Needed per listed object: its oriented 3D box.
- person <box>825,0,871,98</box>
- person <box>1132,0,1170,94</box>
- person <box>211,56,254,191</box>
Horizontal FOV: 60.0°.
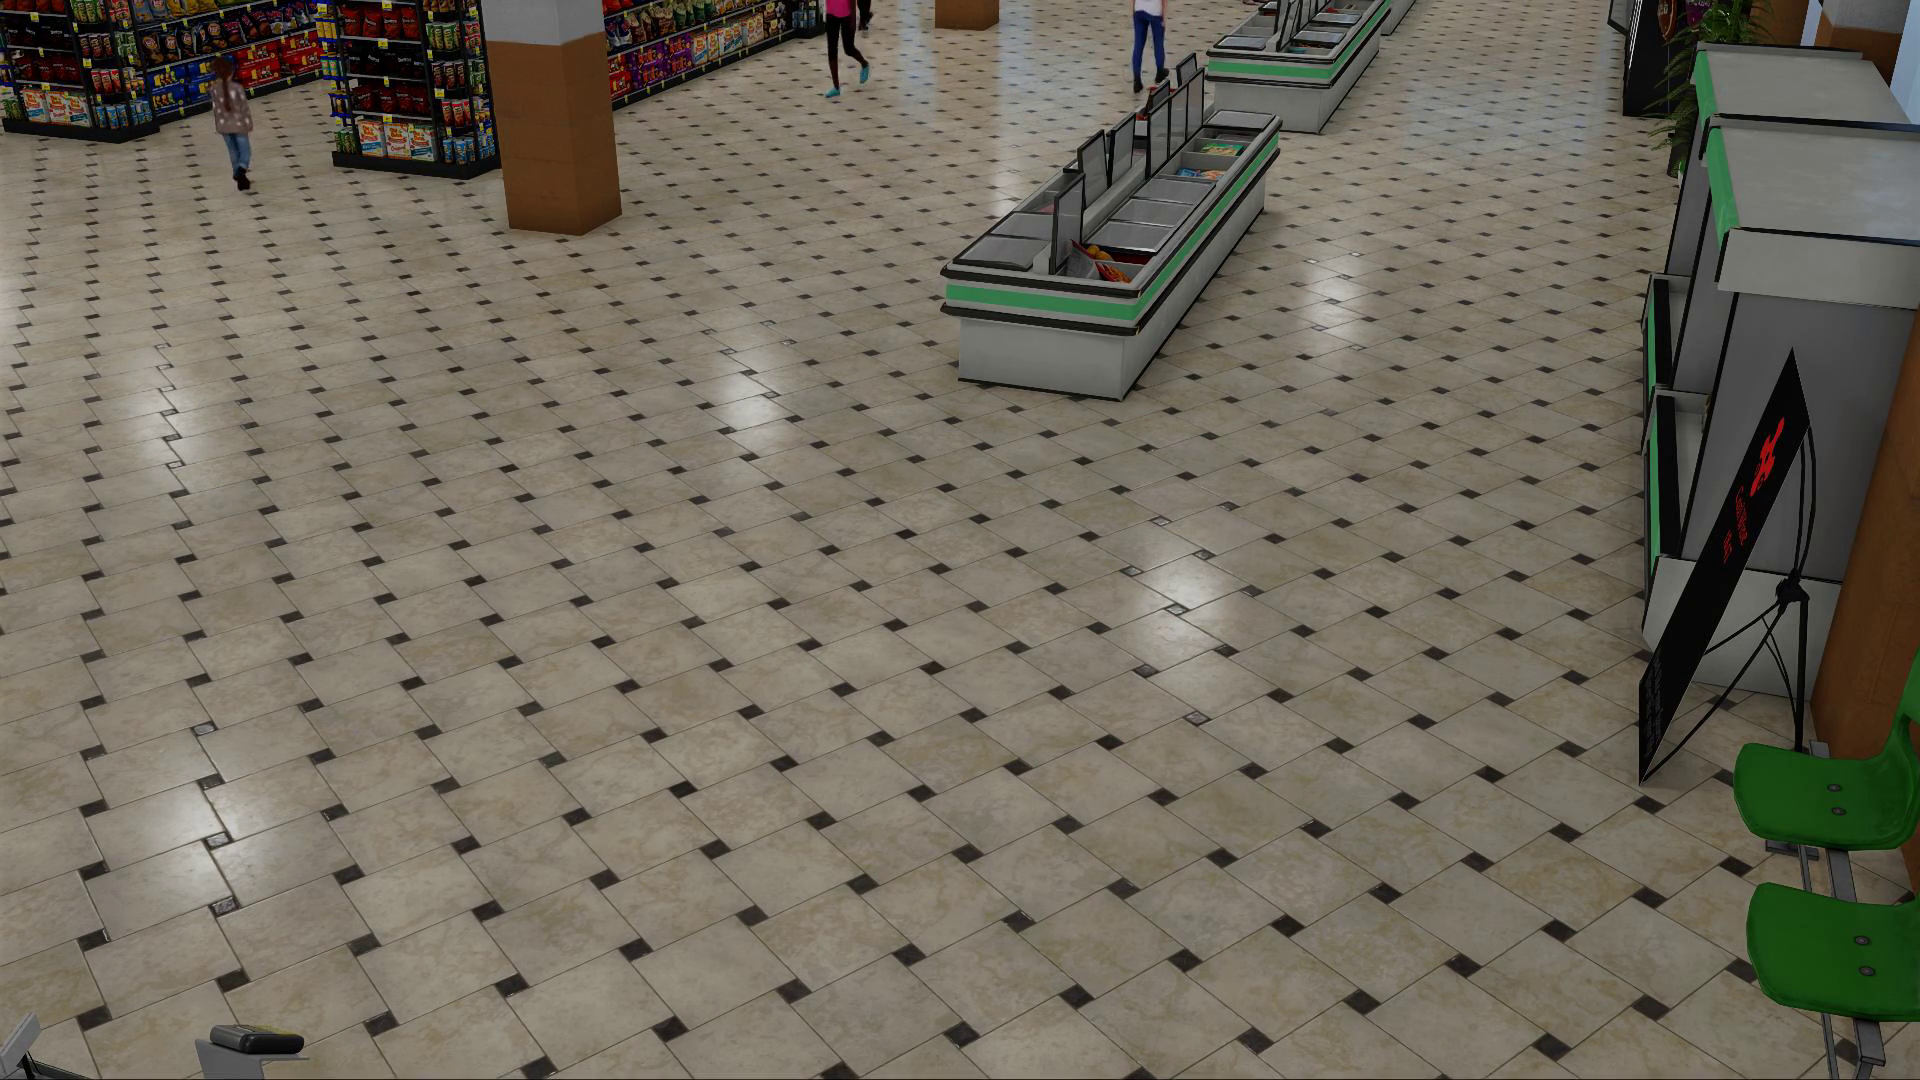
[{"bbox_3d":[-1.273,-5.804,18.465,0.681,1.705,1.017,16,31,28],"label":"person"},{"bbox_3d":[2.074,-5.799,18.520,0.686,1.647,1.041,12,29,21],"label":"person"},{"bbox_3d":[-6.533,-3.711,14.911,0.627,1.186,0.748,-2,27,-4],"label":"person"}]
